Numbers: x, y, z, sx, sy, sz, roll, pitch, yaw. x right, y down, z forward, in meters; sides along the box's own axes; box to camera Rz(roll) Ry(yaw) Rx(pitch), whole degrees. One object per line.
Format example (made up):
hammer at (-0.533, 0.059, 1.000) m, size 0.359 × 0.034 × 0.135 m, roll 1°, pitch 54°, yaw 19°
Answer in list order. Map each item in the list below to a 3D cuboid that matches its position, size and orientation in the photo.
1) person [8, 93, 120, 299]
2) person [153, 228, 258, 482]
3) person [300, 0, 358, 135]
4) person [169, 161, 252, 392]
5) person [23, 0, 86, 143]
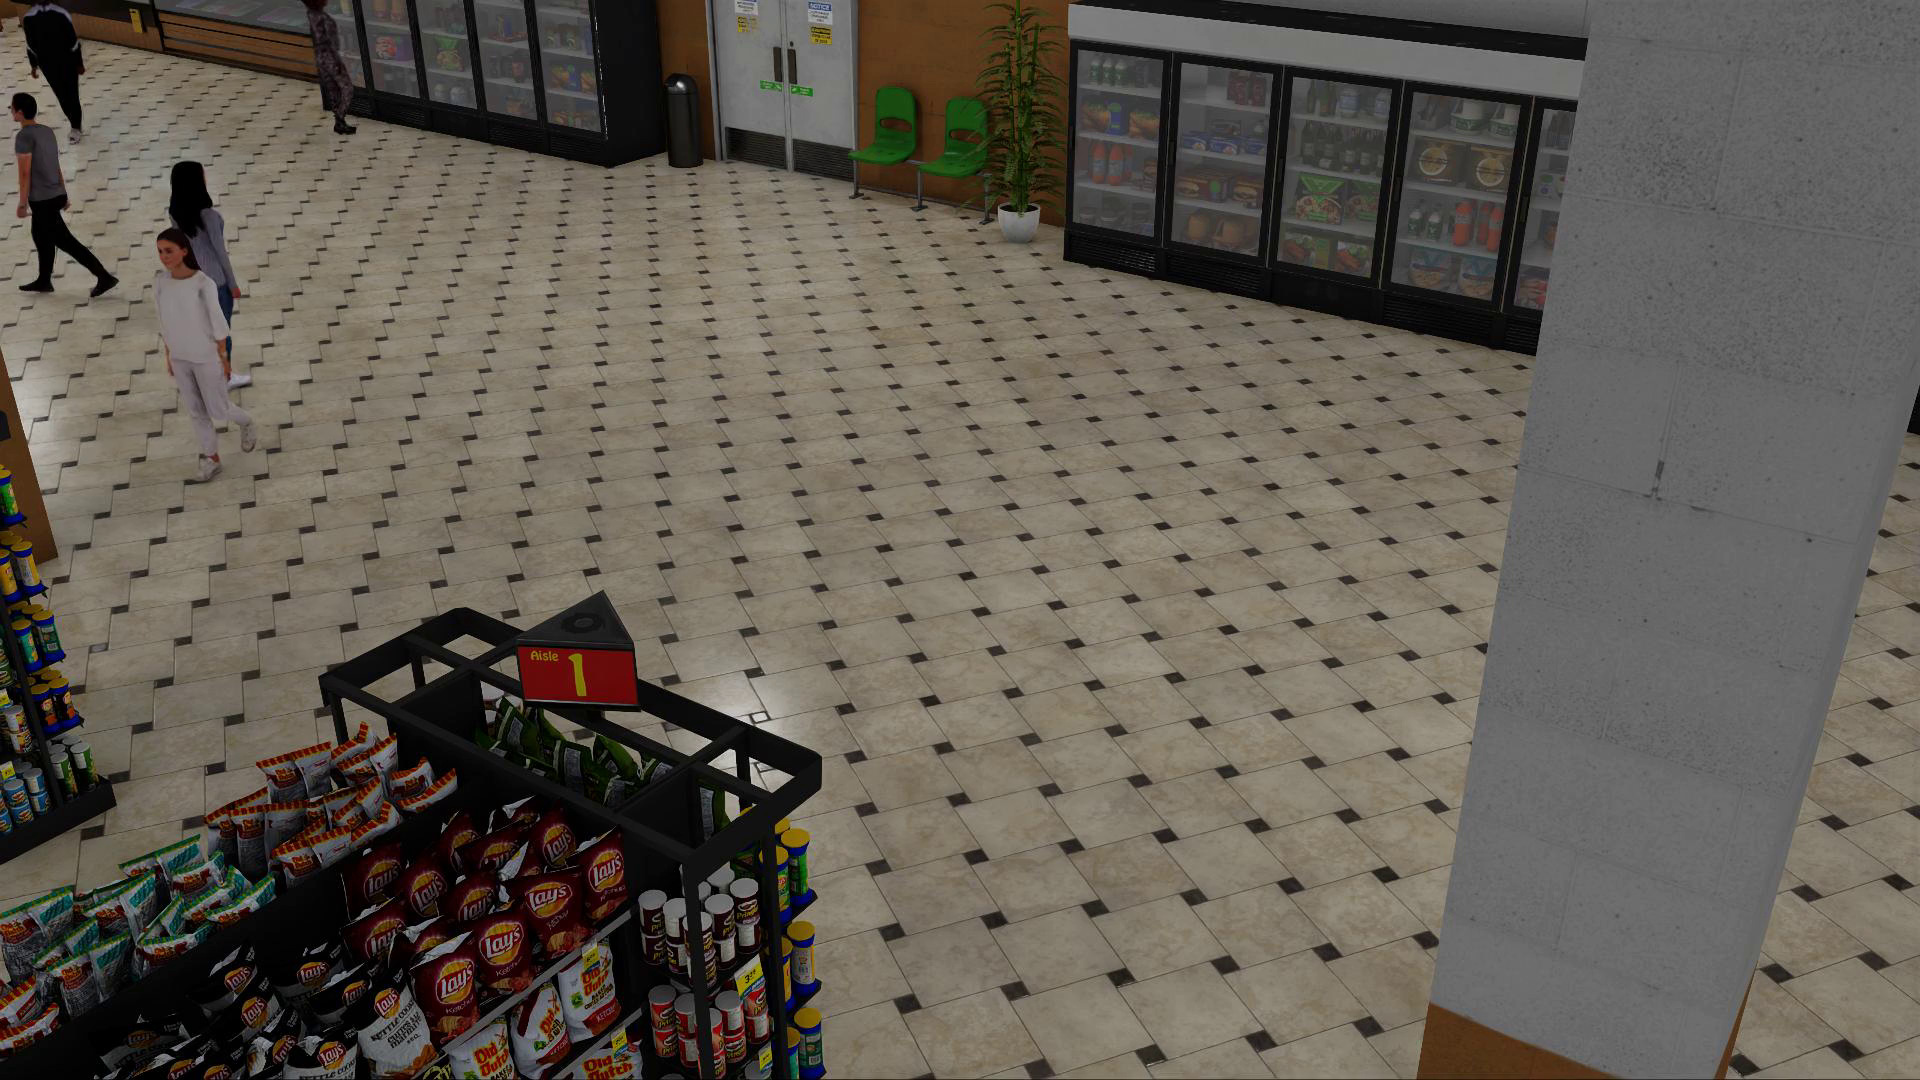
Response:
person at (-7.667, -2.891, 14.106) m, size 1.150 × 1.733 × 1.126 m, roll -3°, pitch 27°, yaw -6°
person at (-4.955, -1.236, 10.906) m, size 0.797 × 1.676 × 0.916 m, roll 4°, pitch 27°, yaw 9°
person at (-7.431, -5.593, 19.461) m, size 0.612 × 1.710 × 0.650 m, roll 21°, pitch 34°, yaw 35°
person at (-5.545, -1.869, 12.102) m, size 0.631 × 1.725 × 0.715 m, roll 14°, pitch 30°, yaw 25°
person at (-10.439, -5.552, 19.285) m, size 1.103 × 1.796 × 1.151 m, roll -5°, pitch 27°, yaw -9°
